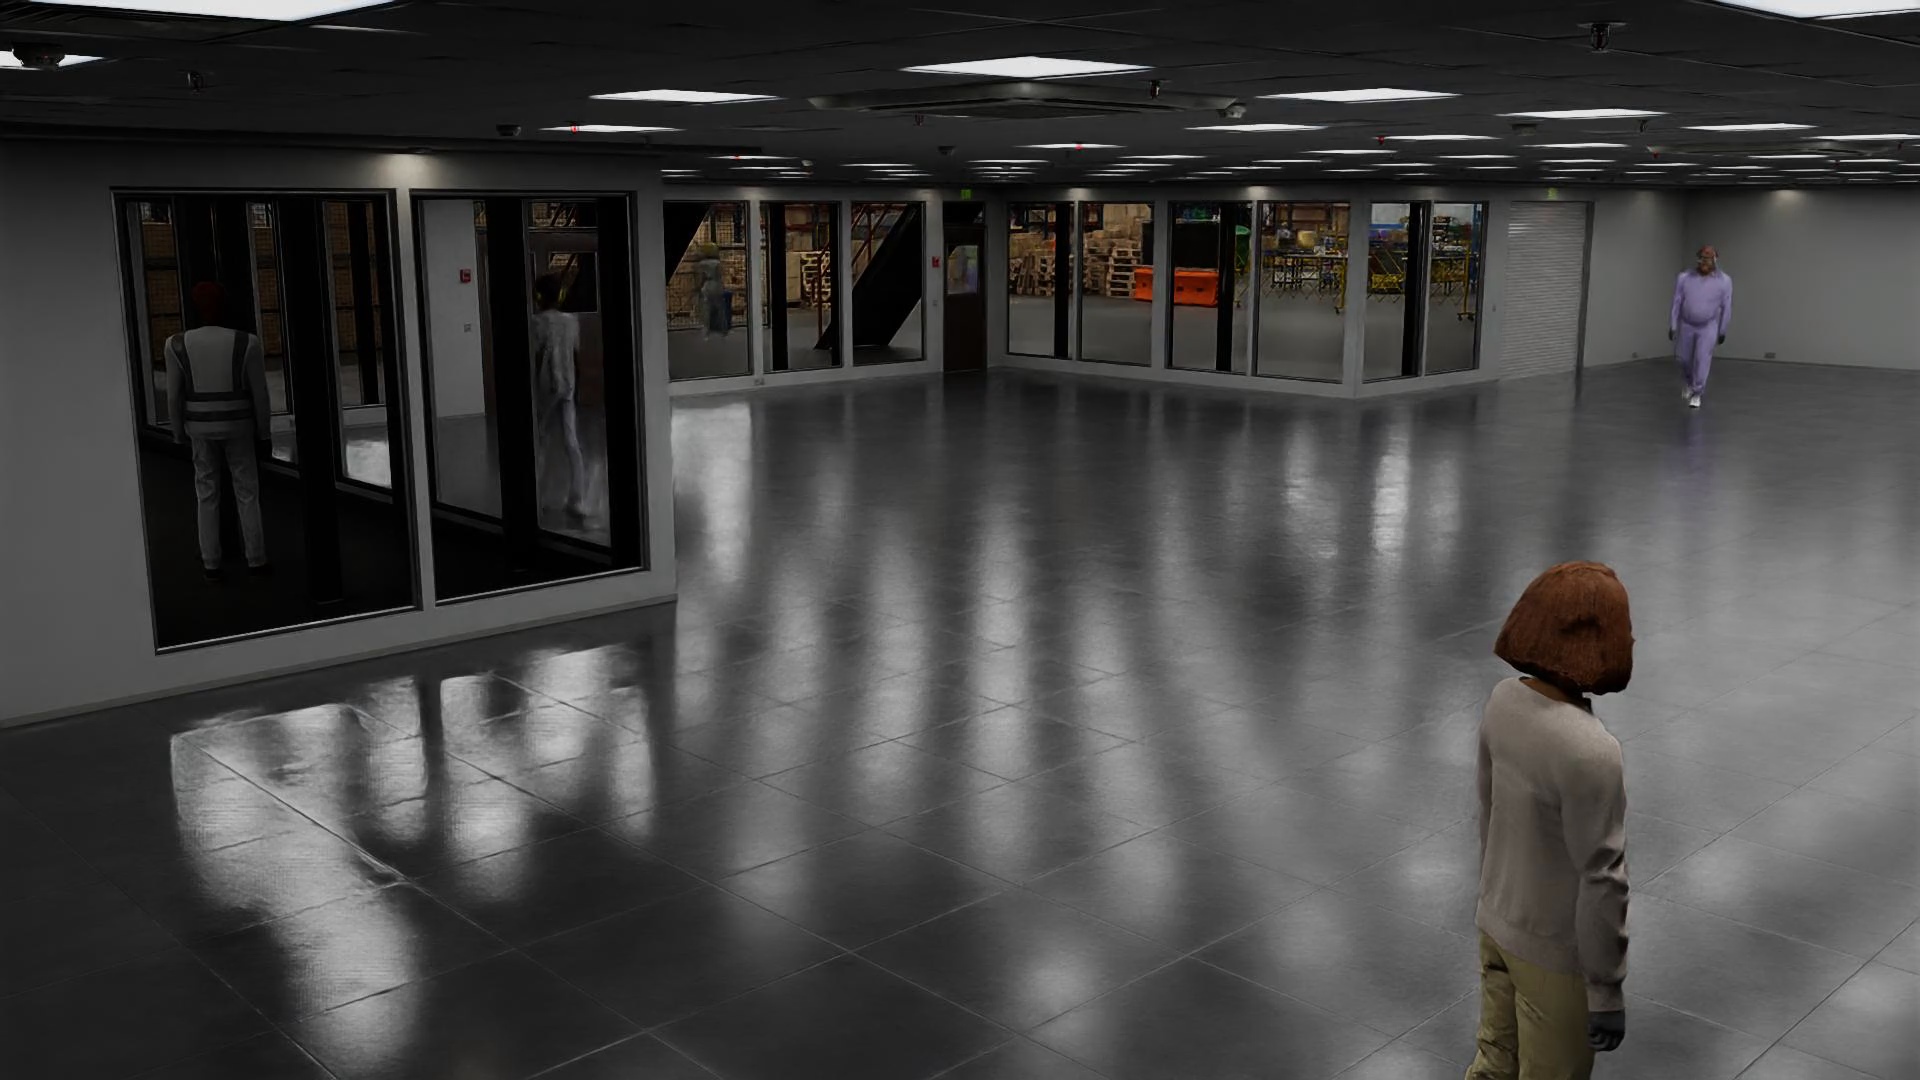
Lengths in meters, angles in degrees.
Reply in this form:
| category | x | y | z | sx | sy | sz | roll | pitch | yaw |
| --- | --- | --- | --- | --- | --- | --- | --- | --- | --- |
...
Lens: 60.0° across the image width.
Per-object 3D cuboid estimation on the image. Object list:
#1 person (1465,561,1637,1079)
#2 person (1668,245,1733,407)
| category | x | y | z | sx | sy | sz | roll | pitch | yaw |
| --- | --- | --- | --- | --- | --- | --- | --- | --- | --- |
| person | 1.215 | 0.844 | 3.427 | 0.282 | 1.633 | 0.500 | -2 | 11 | -8 |
| person | 8.734 | -2.525 | 19.638 | 0.665 | 1.892 | 0.541 | 7 | 13 | 32 |
